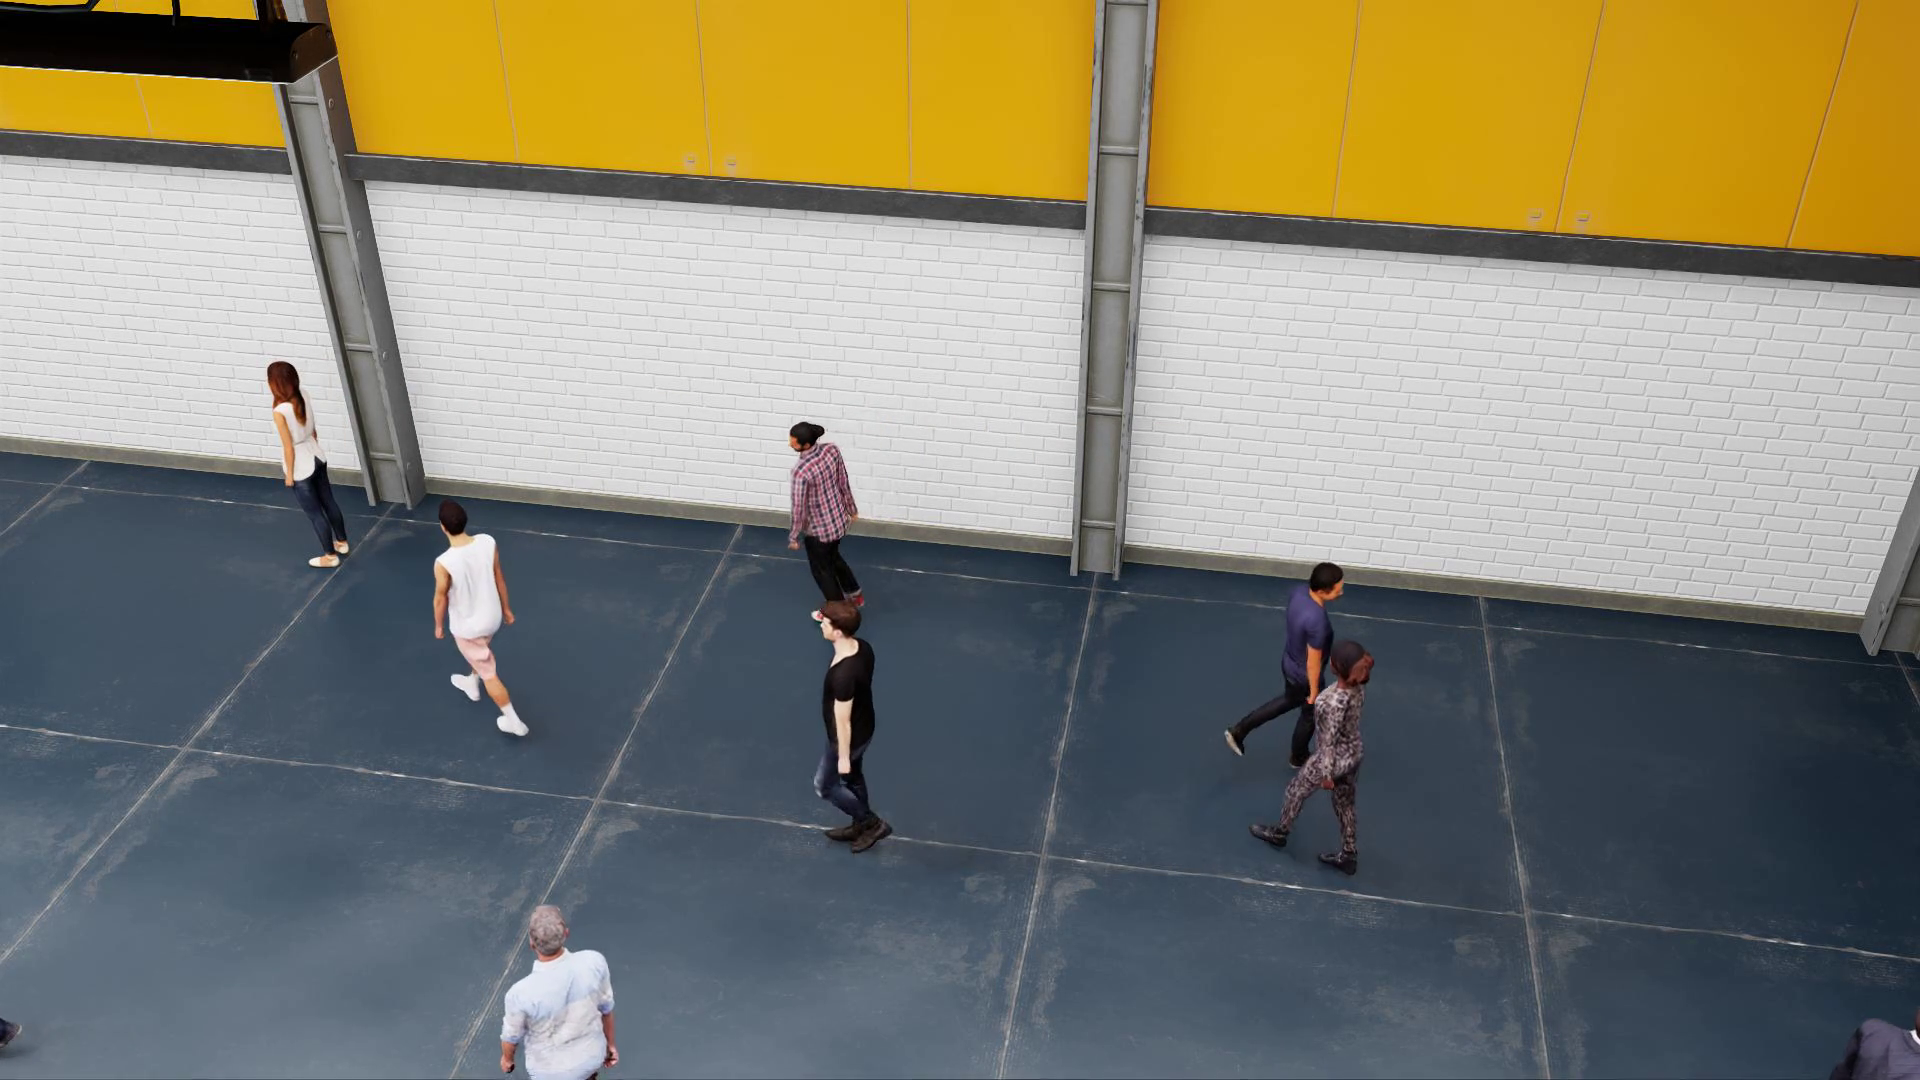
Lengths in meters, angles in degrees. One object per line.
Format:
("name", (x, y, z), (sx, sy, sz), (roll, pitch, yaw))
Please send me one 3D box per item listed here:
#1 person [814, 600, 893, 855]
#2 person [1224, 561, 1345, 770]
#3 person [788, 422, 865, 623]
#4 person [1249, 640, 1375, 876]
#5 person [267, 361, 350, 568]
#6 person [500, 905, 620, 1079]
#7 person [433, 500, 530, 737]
("person", (-0.598, 1.196, 10.199), (0.676, 1.884, 0.684), (5, 34, 7))
("person", (2.165, 0.859, 10.824), (1.061, 1.753, 0.857), (-7, 34, -10))
("person", (-0.960, -0.121, 12.323), (0.741, 1.725, 0.798), (26, 41, 33))
("person", (2.369, 1.367, 10.117), (1.022, 1.690, 0.839), (23, 40, 31))
("person", (-5.087, -0.587, 12.972), (0.529, 1.784, 0.604), (7, 34, 11))
("person", (-1.889, 2.595, 8.186), (1.127, 1.783, 1.221), (-25, 41, -32))
("person", (-3.235, 0.581, 11.251), (1.222, 1.743, 1.007), (25, 41, 32))
